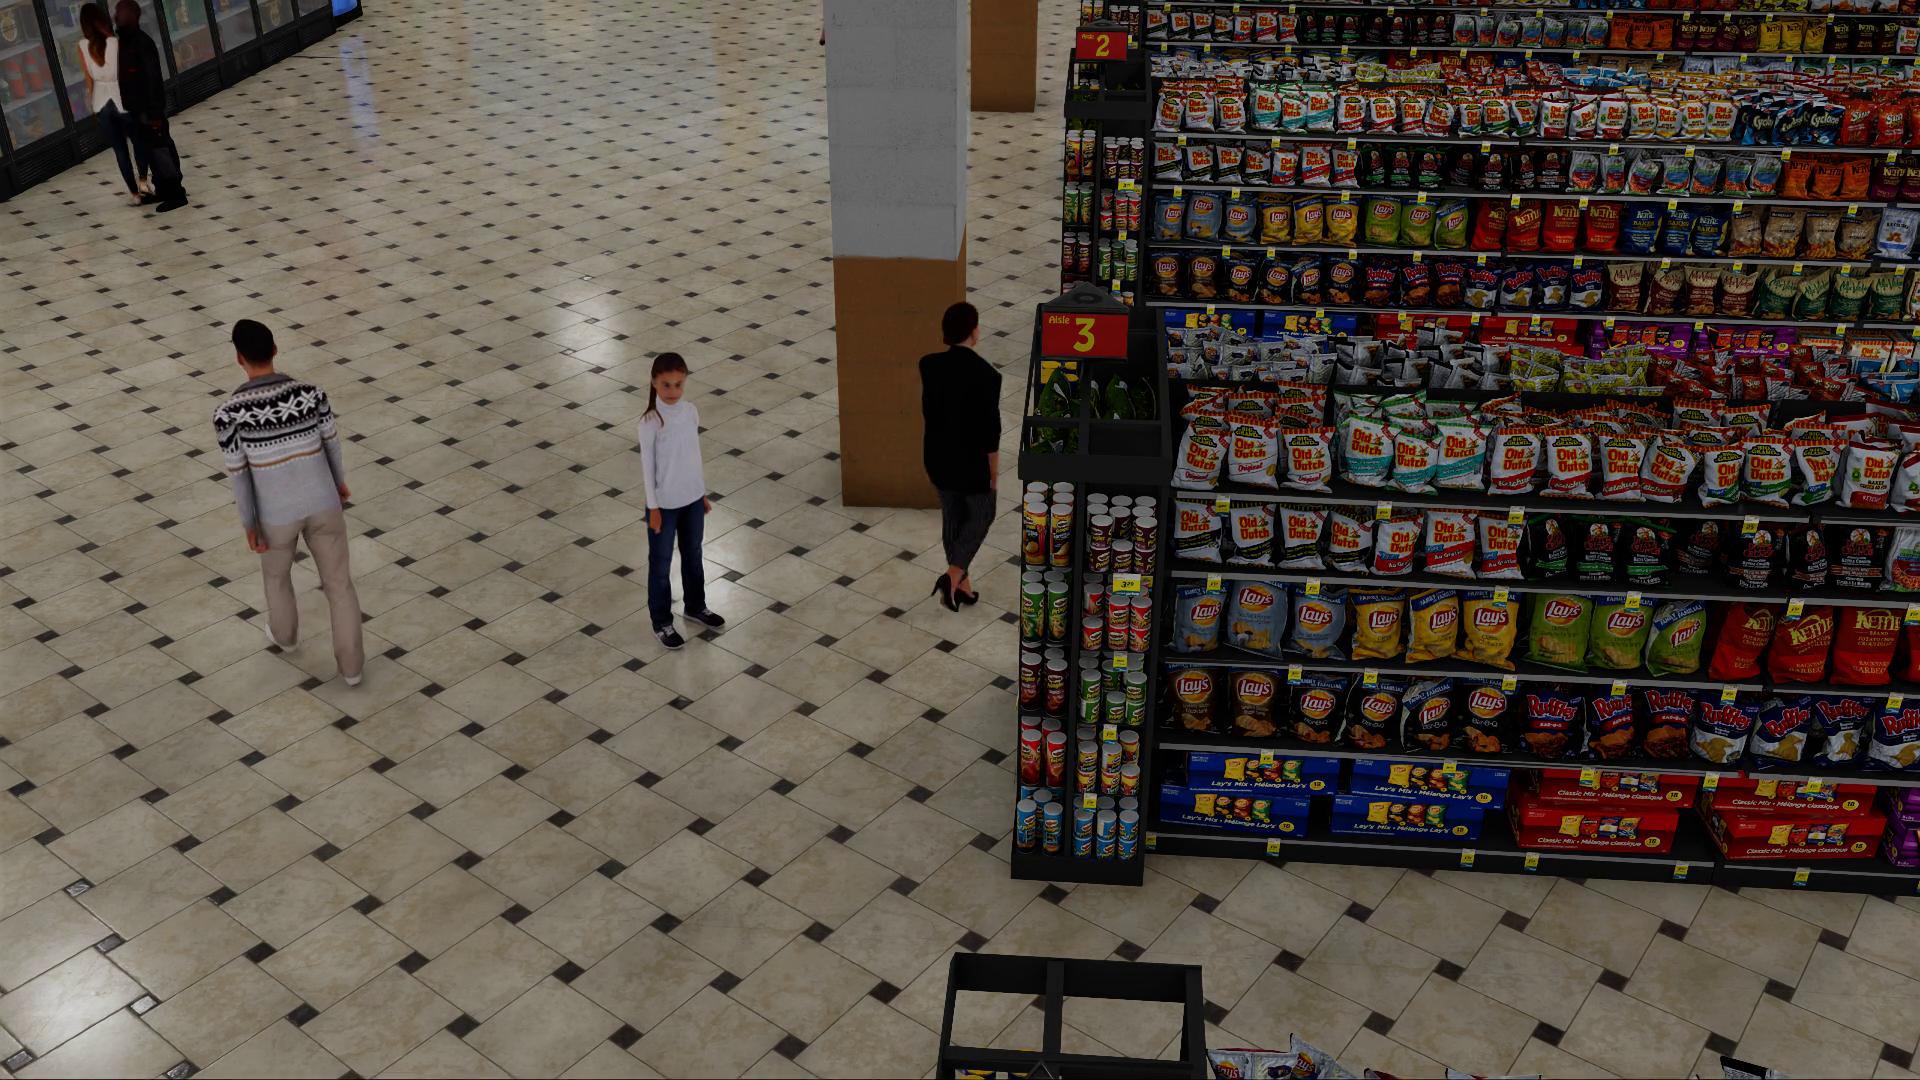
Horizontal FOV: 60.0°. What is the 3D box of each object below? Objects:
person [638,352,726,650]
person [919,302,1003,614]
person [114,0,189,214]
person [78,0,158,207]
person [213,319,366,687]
[{"bbox_3d":[-1.440,-0.220,8.383,0.673,1.556,0.627,24,37,37],"label":"person"},{"bbox_3d":[-0.052,-0.350,8.469,0.807,1.703,0.853,17,33,28],"label":"person"},{"bbox_3d":[-7.233,-3.890,14.824,0.752,1.825,0.847,23,36,36],"label":"person"},{"bbox_3d":[-7.500,-3.819,14.752,0.663,1.771,0.745,-9,30,-16],"label":"person"},{"bbox_3d":[-3.126,-0.114,7.909,1.083,1.826,1.101,-15,32,-26],"label":"person"}]
